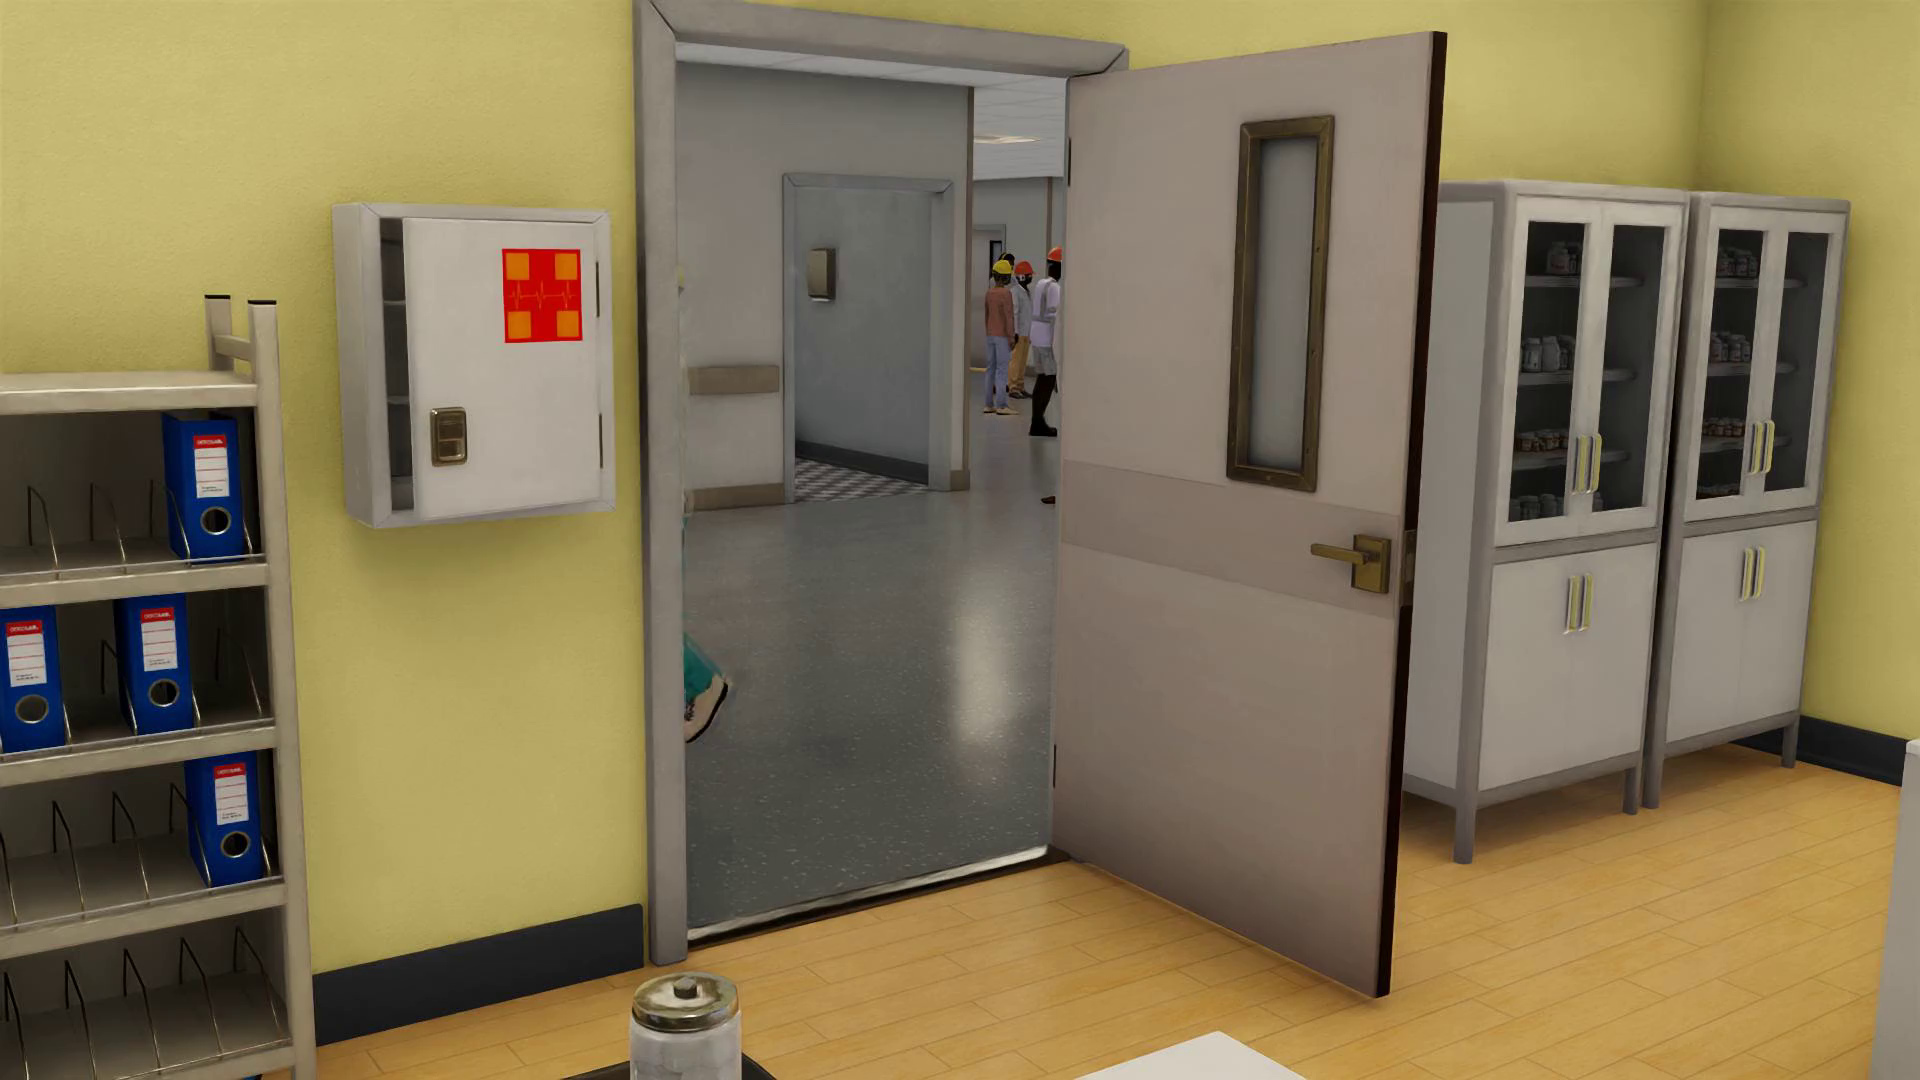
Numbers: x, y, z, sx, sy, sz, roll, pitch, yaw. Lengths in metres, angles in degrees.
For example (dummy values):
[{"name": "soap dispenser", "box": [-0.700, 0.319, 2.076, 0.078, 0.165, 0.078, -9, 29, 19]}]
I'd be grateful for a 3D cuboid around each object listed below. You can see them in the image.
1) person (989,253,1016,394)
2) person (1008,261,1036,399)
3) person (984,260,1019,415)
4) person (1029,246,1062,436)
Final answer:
[{"name": "person", "box": [0.587, -2.870, 22.096, 0.329, 1.864, 0.508, 9, 12, 39]}, {"name": "person", "box": [0.797, -2.688, 21.331, 0.319, 1.755, 0.573, 5, 10, 22]}, {"name": "person", "box": [0.467, -2.314, 19.058, 0.309, 1.769, 0.524, -5, 11, -32]}, {"name": "person", "box": [0.926, -1.996, 16.777, 0.435, 1.913, 0.551, -1, 10, -13]}]
